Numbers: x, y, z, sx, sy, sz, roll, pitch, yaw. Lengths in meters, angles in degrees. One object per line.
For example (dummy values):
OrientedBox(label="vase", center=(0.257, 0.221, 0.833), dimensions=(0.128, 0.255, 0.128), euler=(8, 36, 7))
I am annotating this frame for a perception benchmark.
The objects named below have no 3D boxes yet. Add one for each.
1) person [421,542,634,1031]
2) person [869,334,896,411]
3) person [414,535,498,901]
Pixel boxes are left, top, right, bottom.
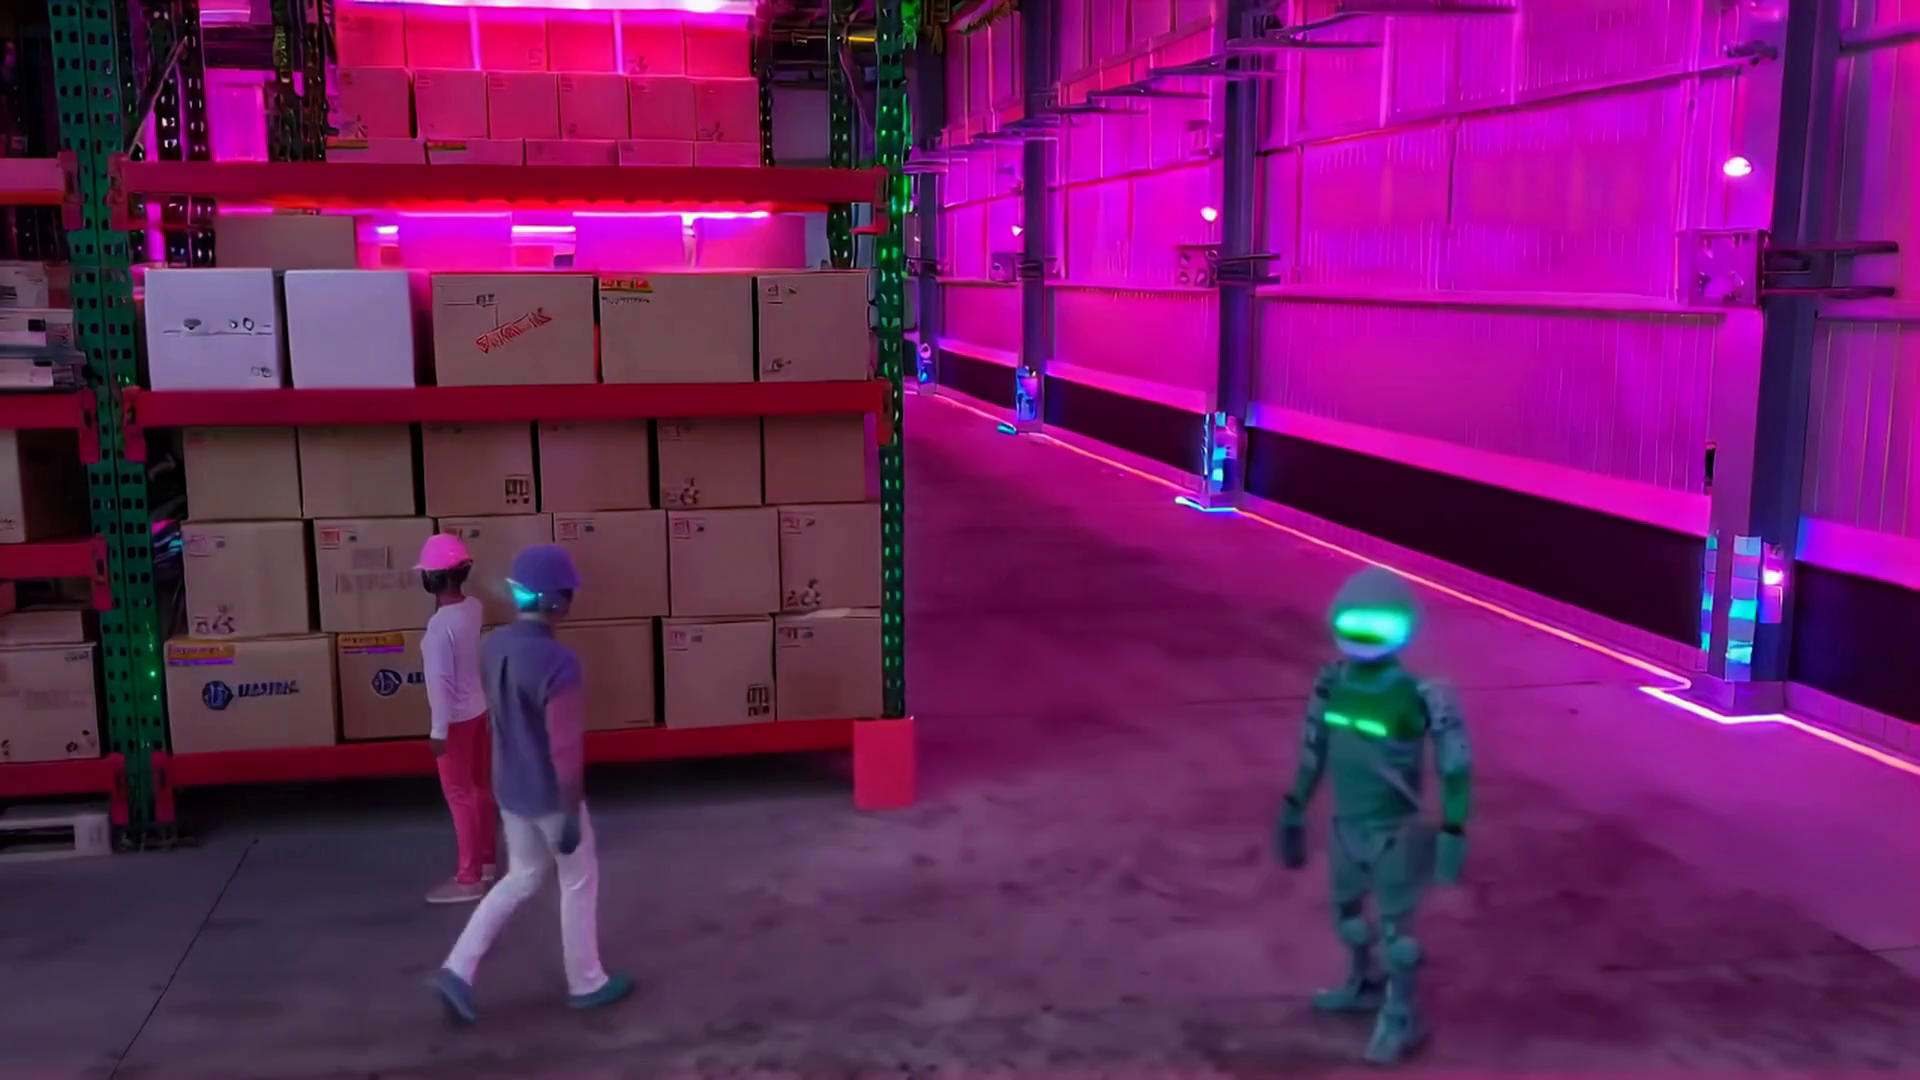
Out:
OrientedBox(label="person", center=(-1.708, 0.987, 6.557), dimensions=(0.616, 1.972, 0.784), euler=(8, 12, 40))
OrientedBox(label="person", center=(-1.662, -3.551, 35.028), dimensions=(0.586, 1.701, 0.916), euler=(-6, 11, -34))
OrientedBox(label="person", center=(-2.439, 0.850, 8.008), dimensions=(0.315, 1.767, 0.535), euler=(0, 9, 3))
